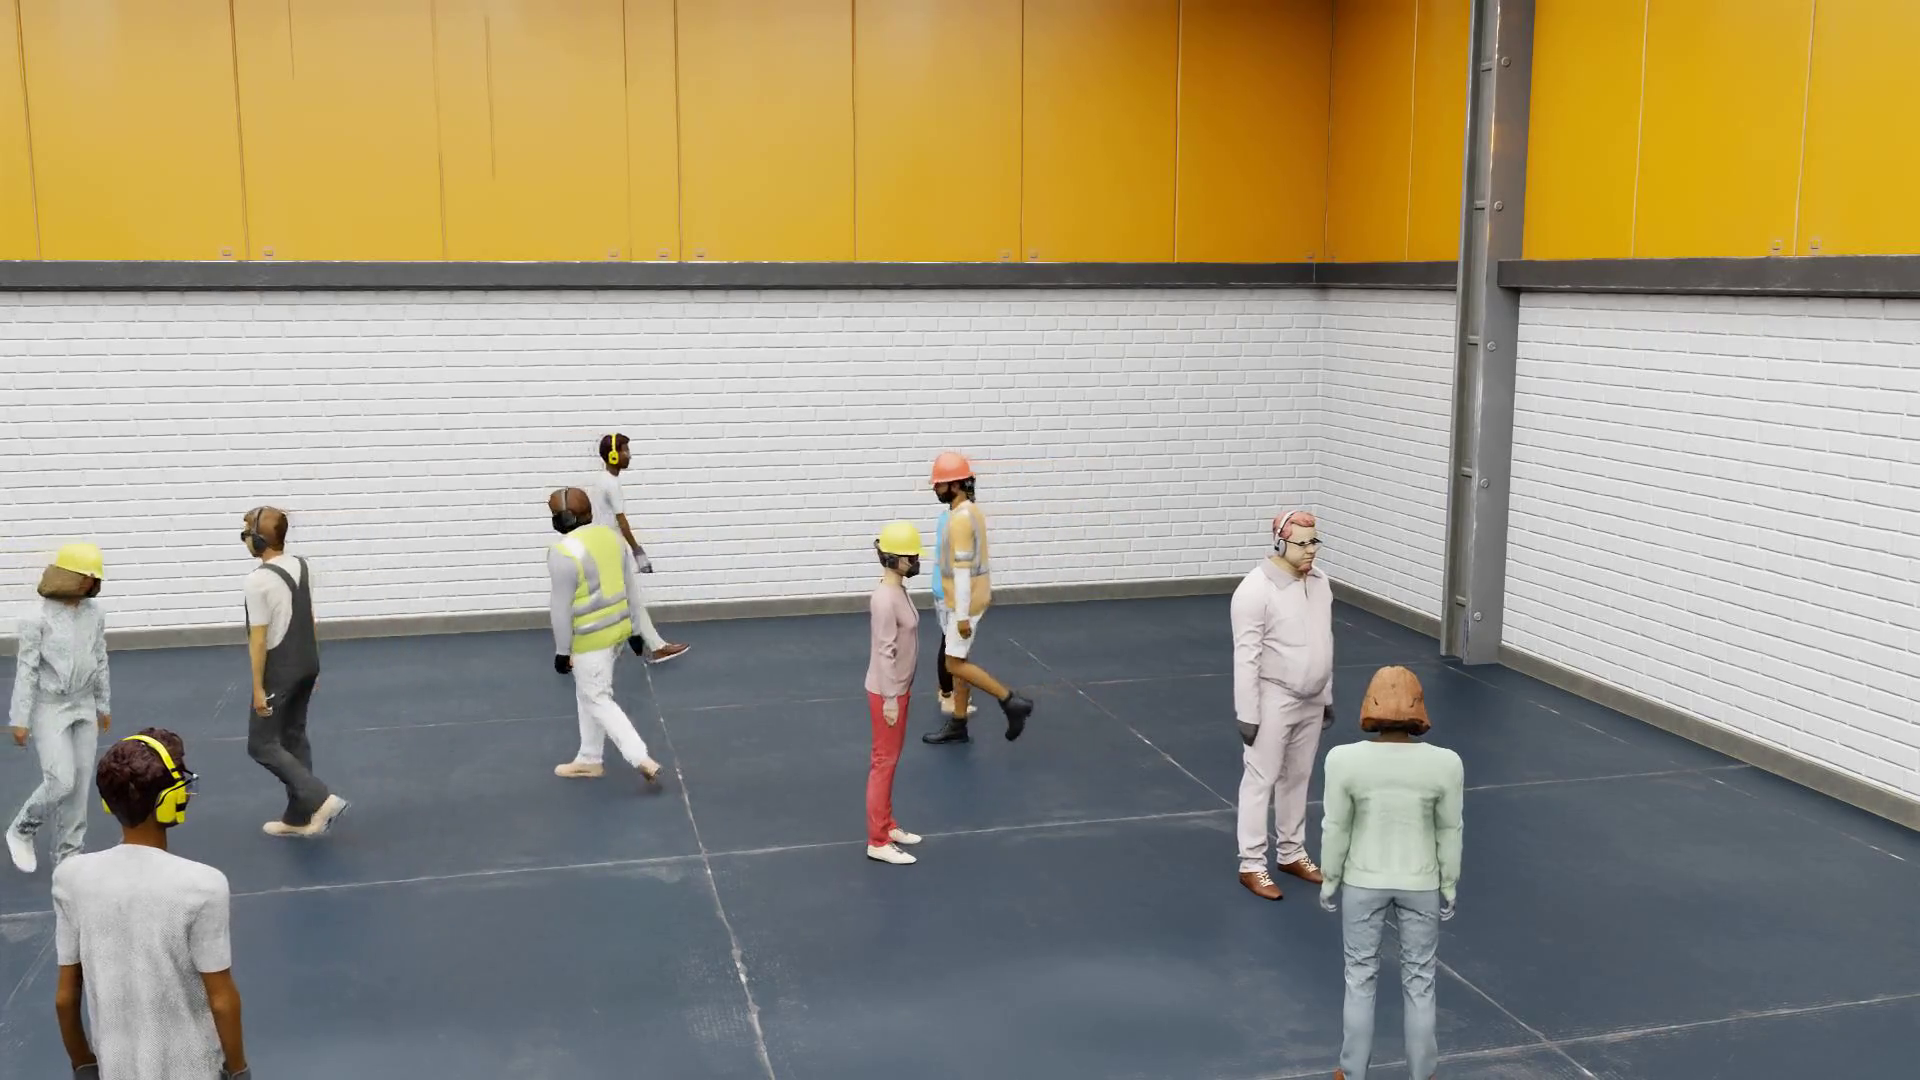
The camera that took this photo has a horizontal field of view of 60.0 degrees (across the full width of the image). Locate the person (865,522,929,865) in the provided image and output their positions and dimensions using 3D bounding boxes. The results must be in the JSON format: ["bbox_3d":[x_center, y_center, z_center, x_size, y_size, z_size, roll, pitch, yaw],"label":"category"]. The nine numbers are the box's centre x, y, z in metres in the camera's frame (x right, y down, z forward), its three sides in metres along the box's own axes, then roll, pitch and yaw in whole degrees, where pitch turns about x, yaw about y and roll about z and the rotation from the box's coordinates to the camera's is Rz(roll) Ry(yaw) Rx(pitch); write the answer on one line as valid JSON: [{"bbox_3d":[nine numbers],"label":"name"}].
[{"bbox_3d":[-0.322,0.779,8.623,0.330,1.765,0.533,1,9,5],"label":"person"}]

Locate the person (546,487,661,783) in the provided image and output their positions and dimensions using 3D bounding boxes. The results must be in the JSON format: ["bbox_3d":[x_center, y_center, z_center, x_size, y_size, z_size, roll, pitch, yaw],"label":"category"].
[{"bbox_3d":[-2.074,0.579,9.783,0.760,1.802,0.640,3,9,17],"label":"person"}]

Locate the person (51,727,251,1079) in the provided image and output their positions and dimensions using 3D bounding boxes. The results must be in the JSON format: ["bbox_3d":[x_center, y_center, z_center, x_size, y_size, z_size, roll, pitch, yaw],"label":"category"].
[{"bbox_3d":[-2.083,1.410,4.350,0.520,1.873,0.335,2,9,10],"label":"person"}]

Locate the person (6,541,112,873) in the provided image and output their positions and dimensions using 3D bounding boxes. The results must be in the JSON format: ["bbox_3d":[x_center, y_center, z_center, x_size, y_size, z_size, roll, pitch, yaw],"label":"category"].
[{"bbox_3d":[-4.462,0.858,8.272,0.477,1.706,0.550,3,10,18],"label":"person"}]

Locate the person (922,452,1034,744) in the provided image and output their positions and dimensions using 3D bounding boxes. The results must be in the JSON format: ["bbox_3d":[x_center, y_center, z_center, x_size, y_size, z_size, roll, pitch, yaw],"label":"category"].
[{"bbox_3d":[0.104,0.392,10.584,0.664,1.916,0.564,1,9,7],"label":"person"}]

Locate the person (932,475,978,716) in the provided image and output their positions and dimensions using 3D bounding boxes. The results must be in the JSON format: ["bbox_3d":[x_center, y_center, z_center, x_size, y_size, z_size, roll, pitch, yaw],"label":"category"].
[{"bbox_3d":[-0.032,0.363,11.451,0.319,1.693,0.541,-1,9,-7],"label":"person"}]

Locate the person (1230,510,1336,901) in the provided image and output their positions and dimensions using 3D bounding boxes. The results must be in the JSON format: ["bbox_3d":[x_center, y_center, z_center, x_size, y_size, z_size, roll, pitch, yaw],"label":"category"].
[{"bbox_3d":[1.606,0.793,8.125,0.642,1.900,0.402,-8,12,-39],"label":"person"}]

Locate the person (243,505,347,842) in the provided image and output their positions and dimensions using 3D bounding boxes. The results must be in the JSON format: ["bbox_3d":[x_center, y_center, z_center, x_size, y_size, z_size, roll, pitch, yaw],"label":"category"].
[{"bbox_3d":[-3.520,0.724,8.783,0.505,1.830,0.517,3,10,17],"label":"person"}]

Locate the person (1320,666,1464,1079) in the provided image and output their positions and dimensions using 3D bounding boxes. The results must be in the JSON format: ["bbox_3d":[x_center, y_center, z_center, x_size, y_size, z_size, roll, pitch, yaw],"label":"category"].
[{"bbox_3d":[1.557,1.259,6.032,0.498,1.633,0.284,2,9,10],"label":"person"}]

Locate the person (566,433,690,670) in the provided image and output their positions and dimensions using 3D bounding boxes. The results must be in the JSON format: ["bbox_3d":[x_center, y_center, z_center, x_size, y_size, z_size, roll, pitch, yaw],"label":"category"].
[{"bbox_3d":[-2.615,0.096,12.745,0.994,1.812,0.502,-2,9,-13],"label":"person"}]
